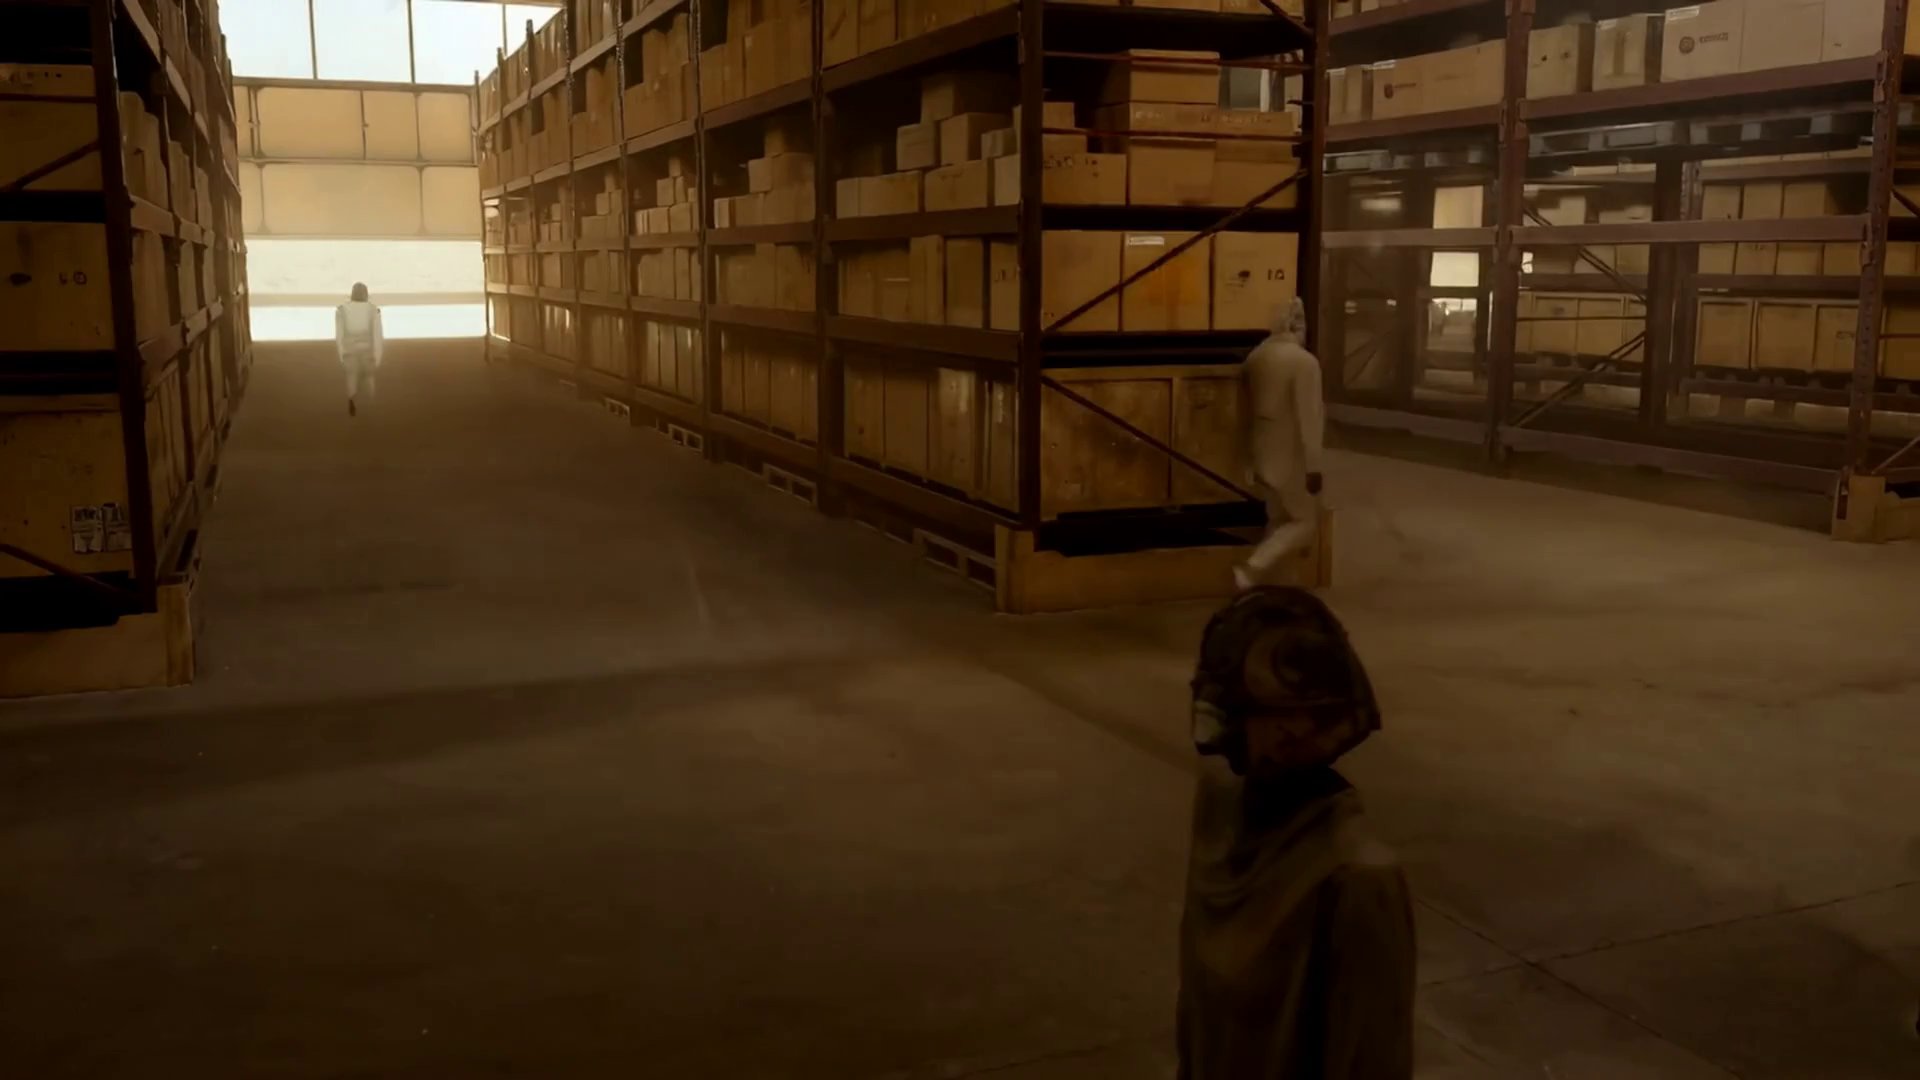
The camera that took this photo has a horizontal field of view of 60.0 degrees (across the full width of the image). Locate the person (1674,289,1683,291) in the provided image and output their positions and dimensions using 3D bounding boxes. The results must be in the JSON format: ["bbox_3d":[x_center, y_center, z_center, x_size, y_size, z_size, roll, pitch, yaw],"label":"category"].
[{"bbox_3d":[17.725,-5.646,41.196,0.567,1.702,0.906,6,11,30],"label":"person"}]

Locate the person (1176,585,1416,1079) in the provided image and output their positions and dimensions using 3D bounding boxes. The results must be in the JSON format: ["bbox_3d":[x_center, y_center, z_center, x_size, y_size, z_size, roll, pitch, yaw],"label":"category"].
[{"bbox_3d":[0.449,0.868,2.392,0.280,1.632,0.501,-3,10,-20],"label":"person"}]

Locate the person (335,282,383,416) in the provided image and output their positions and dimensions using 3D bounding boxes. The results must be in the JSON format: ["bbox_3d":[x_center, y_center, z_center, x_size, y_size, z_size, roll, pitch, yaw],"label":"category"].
[{"bbox_3d":[-8.129,-2.582,22.519,0.621,1.818,0.831,-2,10,-11],"label":"person"}]

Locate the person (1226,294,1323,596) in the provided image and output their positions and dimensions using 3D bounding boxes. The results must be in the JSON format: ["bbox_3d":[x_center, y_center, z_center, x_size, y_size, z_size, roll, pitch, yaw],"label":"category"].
[{"bbox_3d":[1.837,-0.465,9.592,0.619,1.892,0.660,-4,10,-21],"label":"person"}]

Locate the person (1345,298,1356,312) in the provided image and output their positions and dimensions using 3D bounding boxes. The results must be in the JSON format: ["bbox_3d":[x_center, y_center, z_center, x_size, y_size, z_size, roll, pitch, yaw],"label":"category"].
[{"bbox_3d":[6.497,-3.500,28.176,0.335,1.762,0.526,-3,10,-20],"label":"person"}]

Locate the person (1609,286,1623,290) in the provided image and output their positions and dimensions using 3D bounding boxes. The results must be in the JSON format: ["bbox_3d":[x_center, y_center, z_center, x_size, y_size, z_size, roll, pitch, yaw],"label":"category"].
[{"bbox_3d":[11.397,-3.639,28.982,0.981,1.766,0.588,-2,10,-9],"label":"person"}]
